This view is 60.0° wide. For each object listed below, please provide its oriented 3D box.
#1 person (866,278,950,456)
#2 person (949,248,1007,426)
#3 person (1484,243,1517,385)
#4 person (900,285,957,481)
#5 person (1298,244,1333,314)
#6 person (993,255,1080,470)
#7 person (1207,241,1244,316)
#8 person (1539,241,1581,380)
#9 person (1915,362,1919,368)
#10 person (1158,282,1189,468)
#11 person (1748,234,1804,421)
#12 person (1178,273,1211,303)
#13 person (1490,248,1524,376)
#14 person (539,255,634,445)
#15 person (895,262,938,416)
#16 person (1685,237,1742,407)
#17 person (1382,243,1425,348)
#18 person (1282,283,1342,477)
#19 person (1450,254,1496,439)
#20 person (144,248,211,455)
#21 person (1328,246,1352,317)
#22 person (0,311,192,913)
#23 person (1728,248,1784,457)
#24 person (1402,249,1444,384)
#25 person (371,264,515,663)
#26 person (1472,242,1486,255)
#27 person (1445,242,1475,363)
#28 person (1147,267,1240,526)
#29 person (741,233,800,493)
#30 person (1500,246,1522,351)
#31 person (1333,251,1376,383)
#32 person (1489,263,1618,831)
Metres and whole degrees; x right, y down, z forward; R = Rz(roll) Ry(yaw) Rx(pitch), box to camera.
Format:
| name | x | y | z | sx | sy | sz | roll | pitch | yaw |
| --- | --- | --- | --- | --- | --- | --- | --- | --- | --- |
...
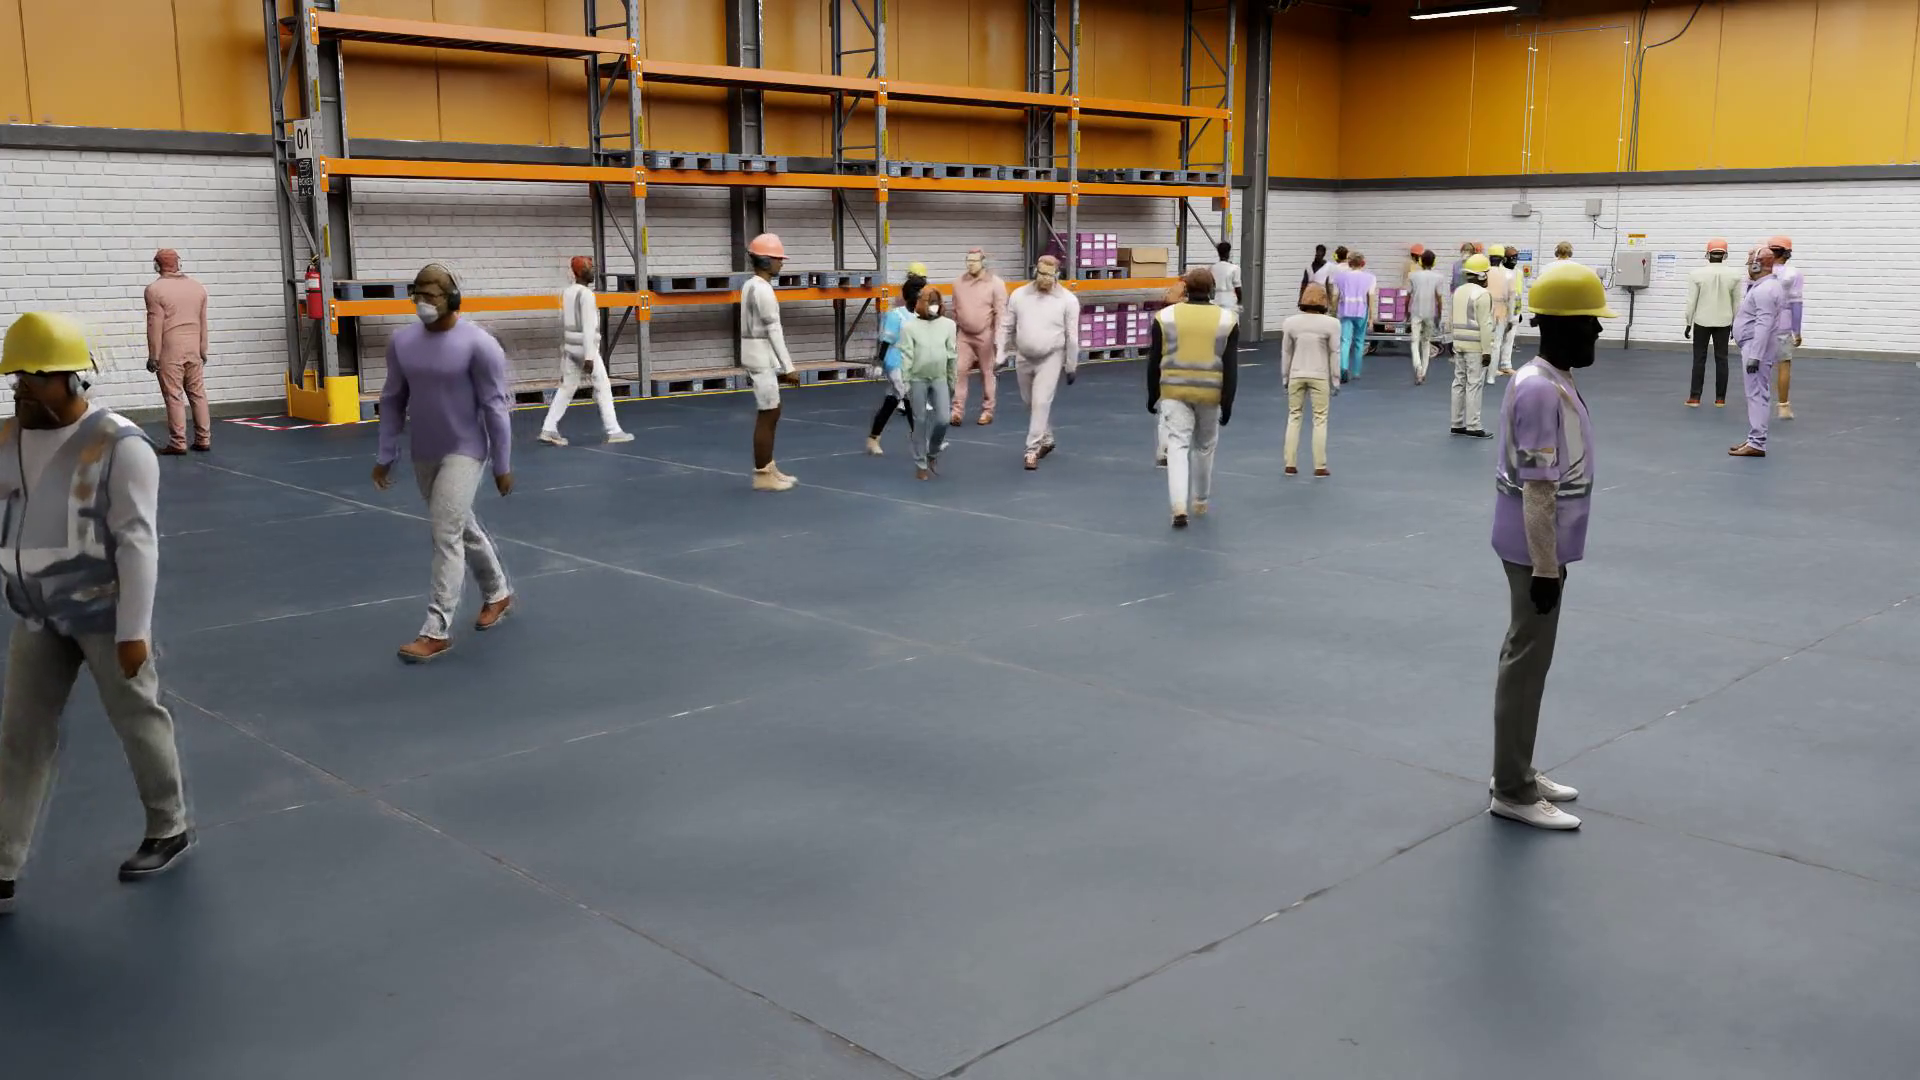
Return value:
| name | x | y | z | sx | sy | sz | roll | pitch | yaw |
| --- | --- | --- | --- | --- | --- | --- | --- | --- | --- |
| person | -0.524 | -1.564 | 15.148 | 0.864 | 1.631 | 0.577 | 5 | 11 | 24 |
| person | 0.126 | -2.125 | 17.565 | 0.673 | 1.872 | 0.878 | 5 | 11 | 23 |
| person | 7.212 | -3.057 | 22.562 | 0.616 | 1.908 | 0.410 | 3 | 11 | 14 |
| person | -0.259 | -1.288 | 13.719 | 0.502 | 1.618 | 0.356 | -3 | 11 | -13 |
| person | 6.351 | -4.278 | 29.344 | 0.978 | 1.871 | 0.645 | -8 | 13 | -37 |
| person | 0.701 | -1.589 | 14.700 | 0.706 | 1.860 | 0.956 | 5 | 11 | 25 |
| person | 4.139 | -3.757 | 26.333 | 0.608 | 1.937 | 0.874 | 9 | 14 | 40 |
| person | 8.397 | -3.197 | 23.259 | 0.630 | 1.940 | 0.372 | 3 | 11 | 16 |
| person | 14.338 | -3.285 | 23.997 | 0.944 | 1.836 | 0.588 | 10 | 14 | 44 |
| person | 1.886 | -1.425 | 14.450 | 0.361 | 1.615 | 0.524 | -6 | 12 | -28 |
| person | 8.946 | -2.330 | 18.274 | 0.398 | 2.034 | 0.627 | -8 | 13 | -36 |
| person | 2.561 | -2.158 | 18.481 | 0.513 | 1.613 | 0.769 | 3 | 11 | 17 |
| person | 7.882 | -3.282 | 23.987 | 0.633 | 1.842 | 0.429 | -6 | 12 | -29 |
| person | -3.673 | -1.828 | 16.082 | 0.965 | 1.840 | 0.587 | -9 | 13 | -39 |
| person | -0.508 | -2.269 | 18.779 | 0.542 | 1.724 | 0.906 | 6 | 12 | 29 |
| person | 8.886 | -2.565 | 19.654 | 0.608 | 1.995 | 0.376 | 2 | 11 | 10 |
| person | 8.102 | -4.373 | 29.855 | 1.024 | 1.868 | 0.589 | 2 | 11 | 10 |
| person | 2.945 | -1.337 | 13.977 | 0.511 | 1.627 | 0.289 | 6 | 12 | 28 |
| person | 5.131 | -1.927 | 16.609 | 0.404 | 1.837 | 0.595 | -3 | 11 | -16 |
| person | -7.268 | -1.739 | 15.403 | 0.403 | 1.903 | 0.651 | 5 | 11 | 23 |
| person | 6.198 | -3.866 | 27.170 | 0.520 | 1.844 | 0.741 | -1 | 10 | -6 |
| person | -2.721 | 0.225 | 4.994 | 0.622 | 1.790 | 0.825 | 3 | 11 | 16 |
| person | 7.306 | -1.719 | 15.294 | 0.401 | 1.904 | 0.651 | 6 | 12 | 28 |
| person | 6.338 | -3.057 | 22.771 | 0.516 | 1.847 | 0.857 | 1 | 10 | 8 |
| person | -2.503 | -0.410 | 8.217 | 0.638 | 1.897 | 1.006 | 5 | 11 | 24 |
| person | 9.099 | -4.320 | 29.519 | 0.907 | 1.881 | 0.546 | -3 | 11 | -16 |
| person | 8.003 | -3.759 | 26.408 | 0.469 | 1.907 | 0.683 | -5 | 11 | -24 |
| person | 1.635 | -1.009 | 11.710 | 0.625 | 1.810 | 0.929 | 1 | 10 | 5 |
| person | -1.503 | -1.382 | 13.091 | 0.433 | 2.037 | 0.626 | -2 | 11 | -13 |
| person | 9.563 | -4.177 | 28.883 | 0.555 | 1.827 | 0.604 | 9 | 14 | 40 |
| person | 5.436 | -3.083 | 23.004 | 0.577 | 1.814 | 0.886 | 4 | 11 | 19 |
| person | 2.027 | 0.018 | 5.754 | 0.362 | 1.928 | 0.587 | 4 | 11 | 19 |
